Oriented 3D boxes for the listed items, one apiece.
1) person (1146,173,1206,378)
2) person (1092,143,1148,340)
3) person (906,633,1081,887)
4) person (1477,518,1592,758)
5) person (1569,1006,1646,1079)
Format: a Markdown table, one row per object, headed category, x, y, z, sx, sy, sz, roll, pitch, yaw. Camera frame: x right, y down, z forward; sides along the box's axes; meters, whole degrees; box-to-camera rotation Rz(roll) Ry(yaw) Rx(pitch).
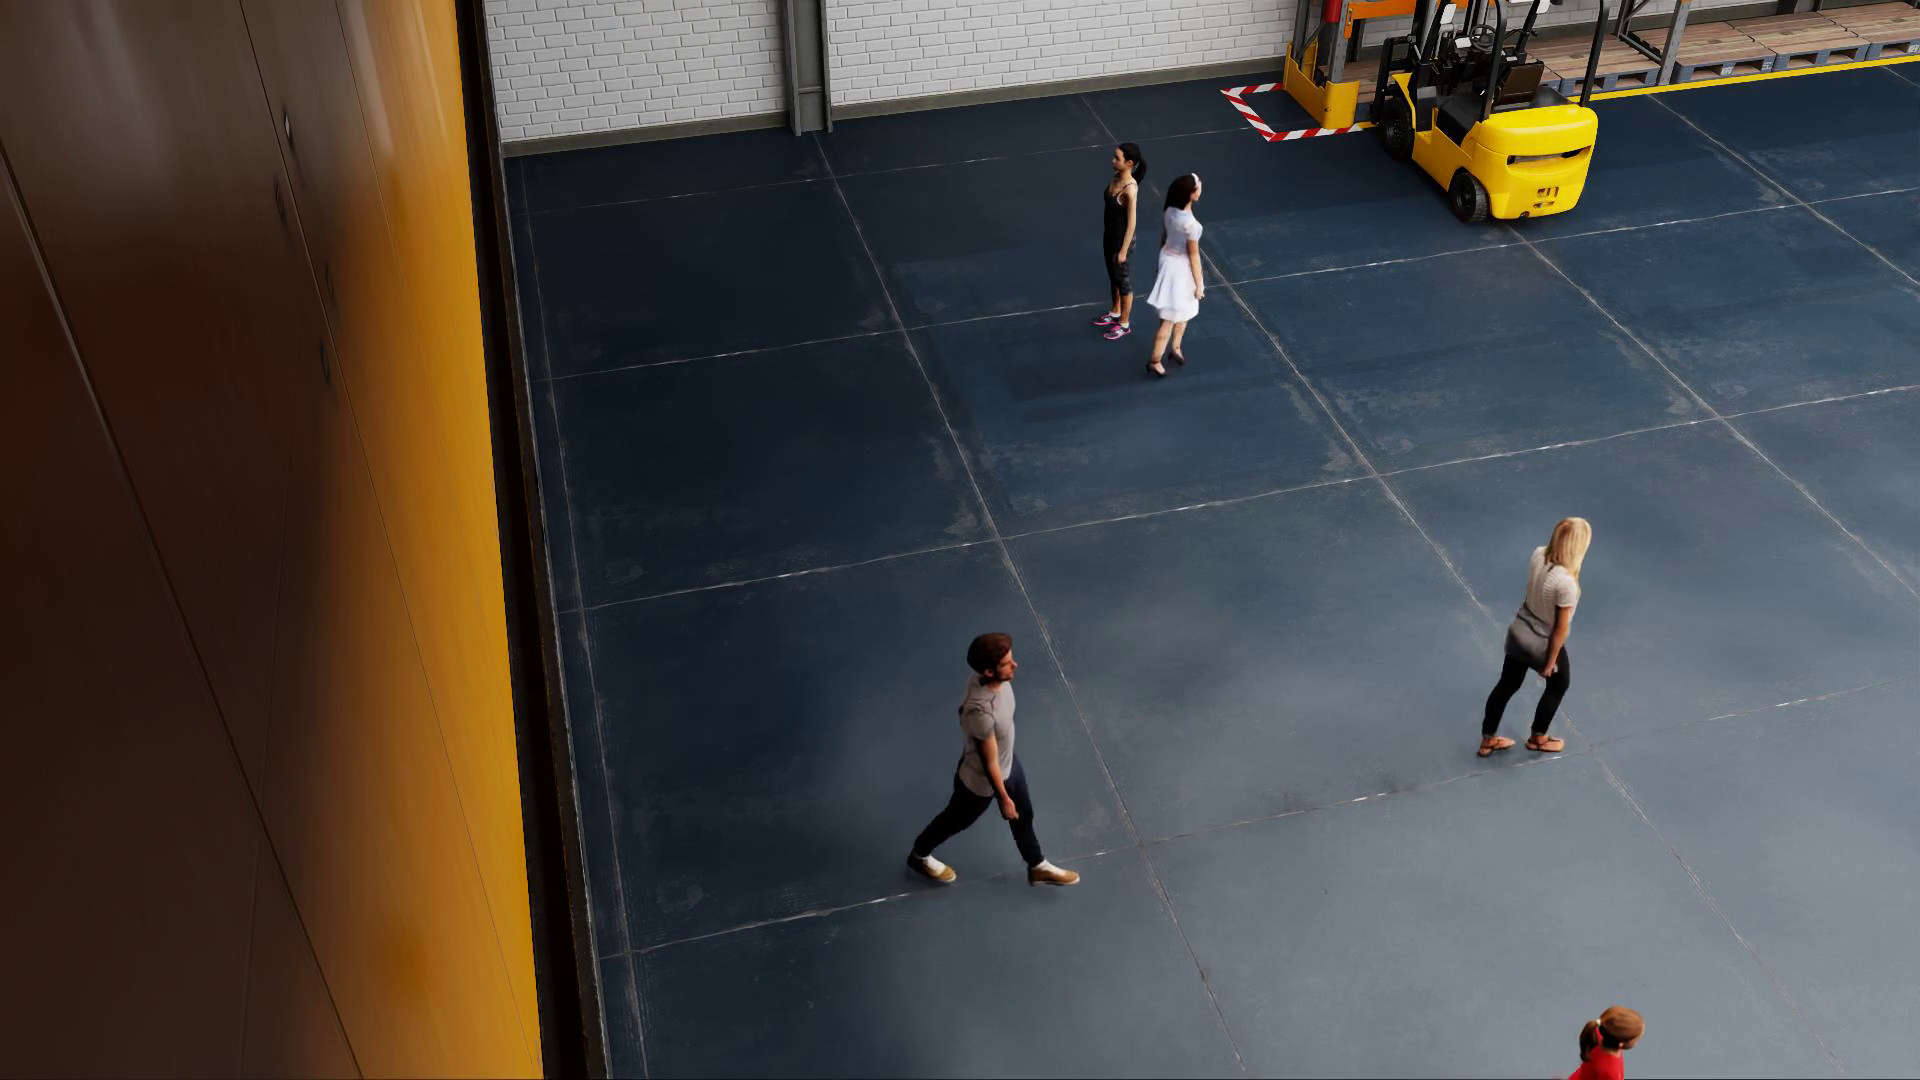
| category | x | y | z | sx | sy | sz | roll | pitch | yaw |
| --- | --- | --- | --- | --- | --- | --- | --- | --- | --- |
| person | 1.635 | -2.047 | 13.190 | 0.815 | 1.800 | 0.683 | -12 | 40 | -15 |
| person | 1.339 | -2.493 | 13.806 | 0.529 | 1.730 | 0.559 | -10 | 40 | -12 |
| person | 0.050 | 1.255 | 9.016 | 1.292 | 1.850 | 1.081 | 11 | 40 | 13 |
| person | 3.320 | 0.623 | 9.839 | 0.793 | 1.810 | 0.663 | -15 | 41 | -18 |
| person | 2.876 | 2.596 | 7.776 | 0.774 | 1.302 | 0.652 | 7 | 39 | 9 |
